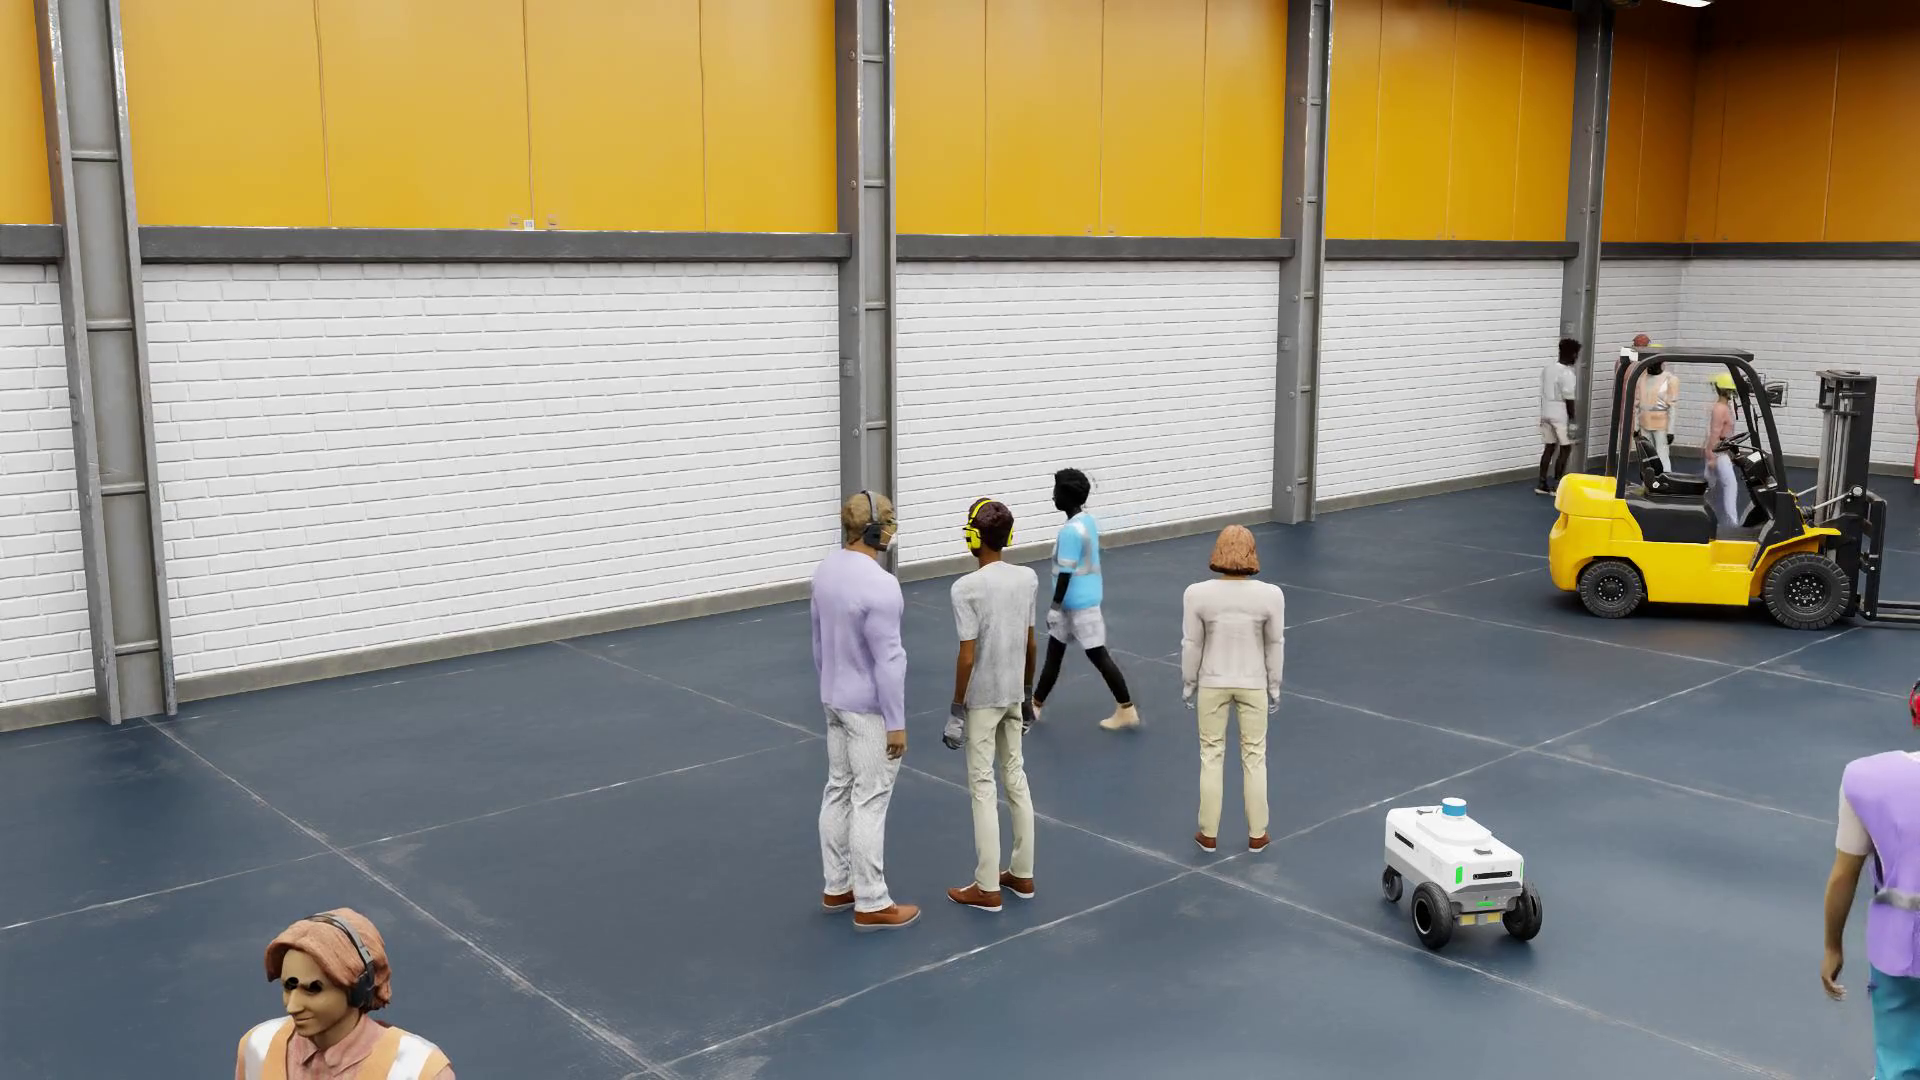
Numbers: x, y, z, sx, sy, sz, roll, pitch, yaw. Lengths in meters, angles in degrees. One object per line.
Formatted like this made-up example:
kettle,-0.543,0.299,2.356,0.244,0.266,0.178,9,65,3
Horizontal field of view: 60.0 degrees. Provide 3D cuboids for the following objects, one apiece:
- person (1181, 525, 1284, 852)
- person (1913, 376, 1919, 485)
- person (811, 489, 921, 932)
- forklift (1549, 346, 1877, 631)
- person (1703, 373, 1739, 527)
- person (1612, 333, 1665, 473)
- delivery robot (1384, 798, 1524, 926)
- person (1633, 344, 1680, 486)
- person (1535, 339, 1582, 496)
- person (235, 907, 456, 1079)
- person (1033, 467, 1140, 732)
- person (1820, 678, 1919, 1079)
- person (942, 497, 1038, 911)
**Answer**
person,1.340,0.736,8.216,0.501,1.633,0.284,1,10,7
person,12.485,-1.560,21.275,0.309,1.769,0.524,-7,12,-34
person,-0.426,0.740,7.304,0.352,1.937,0.635,-6,11,-32
forklift,6.109,-0.478,13.691,2.313,2.155,1.214,3,10,16
person,7.972,-0.913,17.590,0.861,1.733,0.525,5,11,27
person,9.121,-1.821,22.396,0.644,1.907,0.400,3,10,20
delivery robot,2.165,1.380,7.327,0.477,0.478,0.707,-2,10,-12
person,8.181,-1.347,19.619,0.423,1.914,0.595,-5,11,-26
person,7.365,-1.494,20.470,0.374,1.946,0.638,-2,10,-14
person,-1.265,1.547,3.449,0.512,1.642,0.311,2,10,13
person,0.720,0.376,10.289,0.890,1.649,0.538,2,10,10
person,2.800,1.223,4.765,0.606,1.830,0.481,6,11,31
person,0.141,0.739,7.514,0.532,1.868,0.310,-9,13,-42
